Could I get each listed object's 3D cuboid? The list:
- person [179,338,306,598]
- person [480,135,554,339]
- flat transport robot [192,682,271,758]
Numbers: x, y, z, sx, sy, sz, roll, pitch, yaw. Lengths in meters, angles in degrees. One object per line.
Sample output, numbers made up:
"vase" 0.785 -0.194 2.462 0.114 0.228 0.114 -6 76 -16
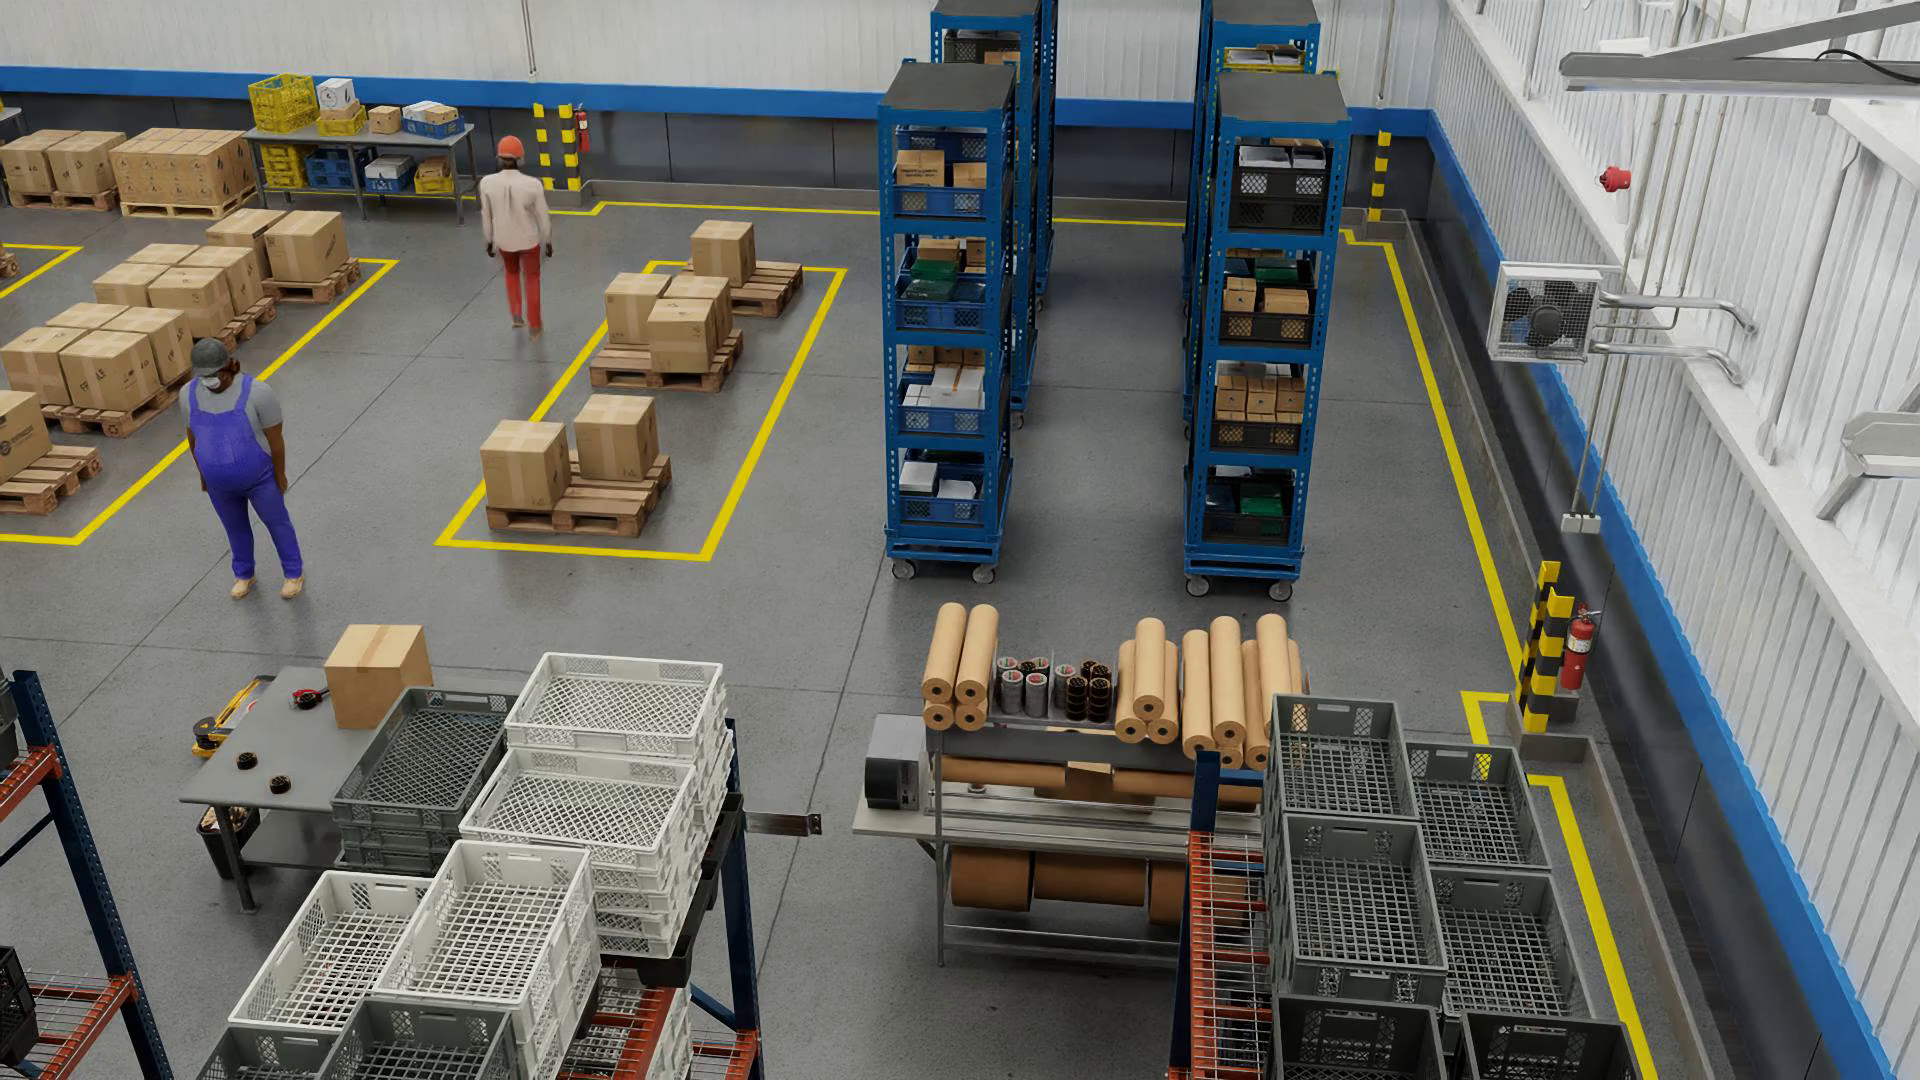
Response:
"person" -5.106 -0.498 11.769 0.681 2.000 0.536 0 30 0
"person" -4.213 -2.893 15.944 0.655 1.973 0.461 0 30 0
"flat transport robot" -4.089 1.163 10.648 1.431 0.197 0.652 3 30 6
